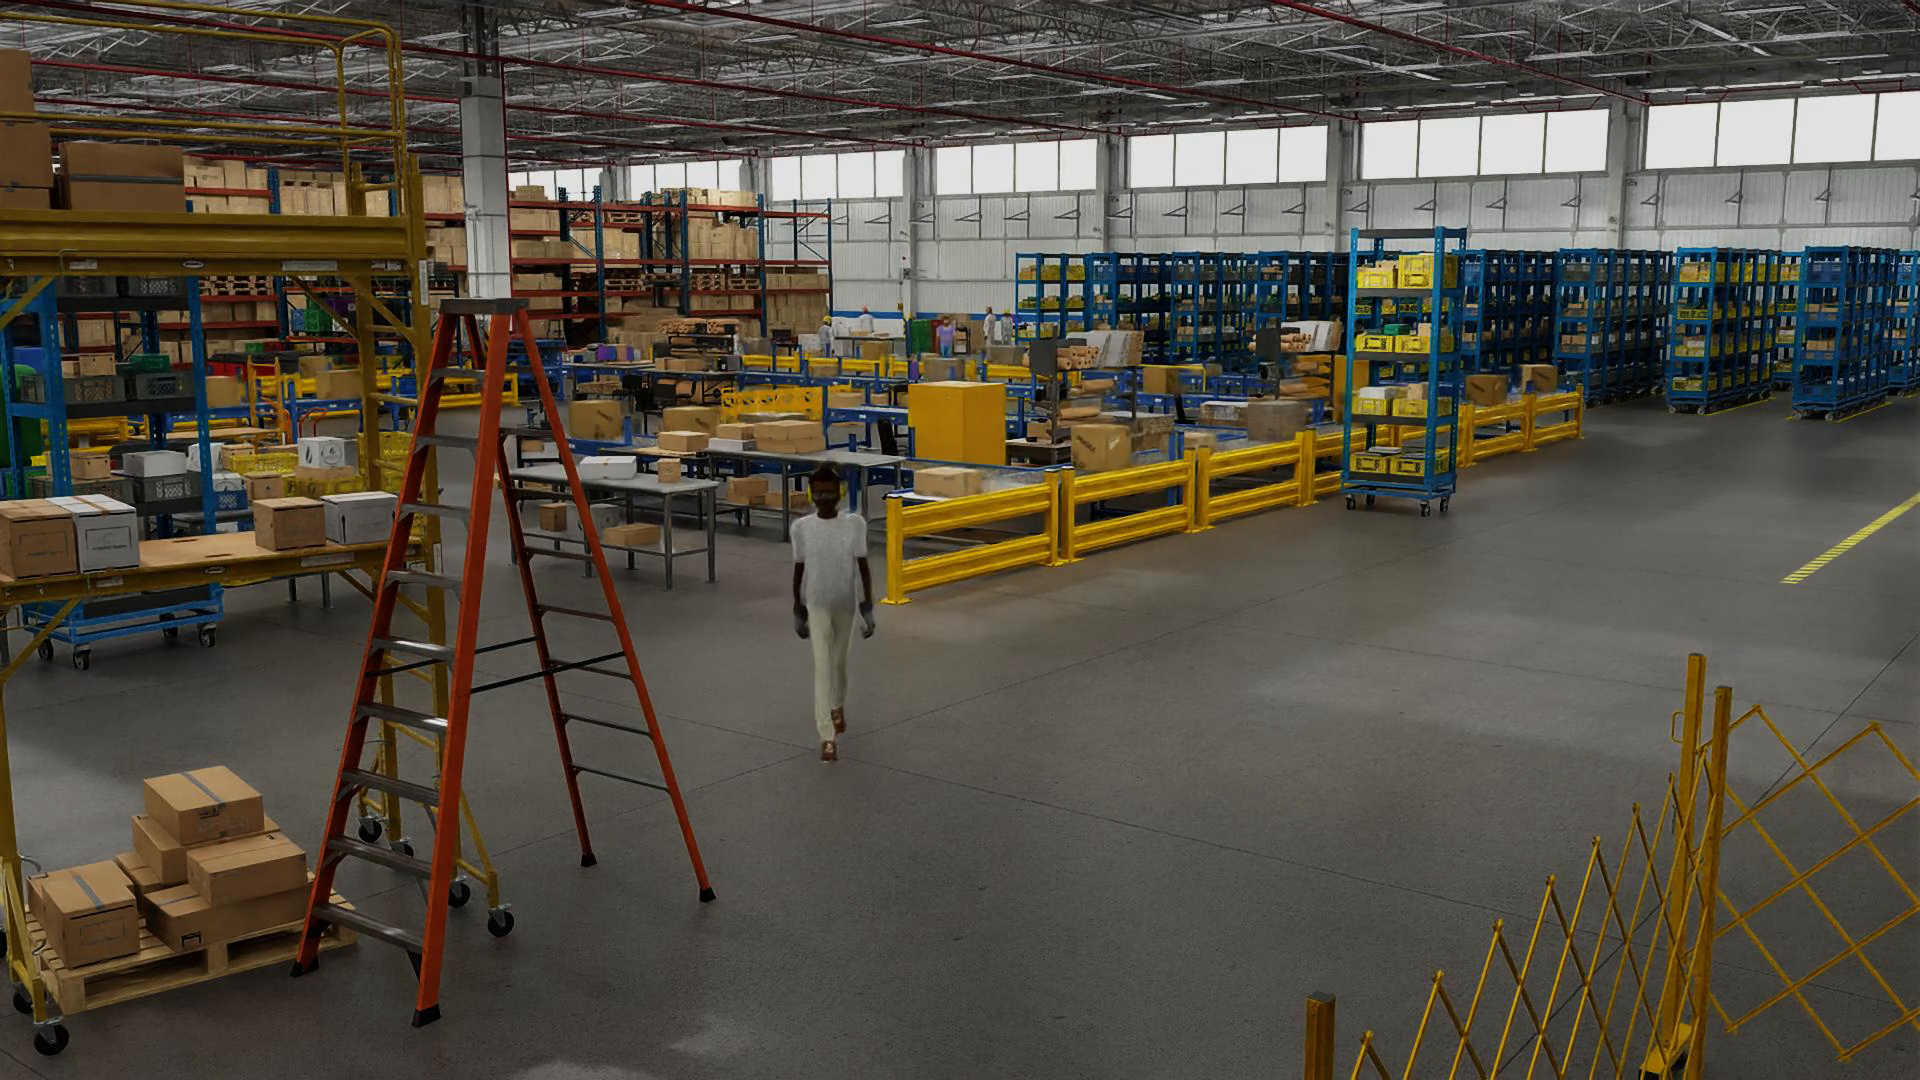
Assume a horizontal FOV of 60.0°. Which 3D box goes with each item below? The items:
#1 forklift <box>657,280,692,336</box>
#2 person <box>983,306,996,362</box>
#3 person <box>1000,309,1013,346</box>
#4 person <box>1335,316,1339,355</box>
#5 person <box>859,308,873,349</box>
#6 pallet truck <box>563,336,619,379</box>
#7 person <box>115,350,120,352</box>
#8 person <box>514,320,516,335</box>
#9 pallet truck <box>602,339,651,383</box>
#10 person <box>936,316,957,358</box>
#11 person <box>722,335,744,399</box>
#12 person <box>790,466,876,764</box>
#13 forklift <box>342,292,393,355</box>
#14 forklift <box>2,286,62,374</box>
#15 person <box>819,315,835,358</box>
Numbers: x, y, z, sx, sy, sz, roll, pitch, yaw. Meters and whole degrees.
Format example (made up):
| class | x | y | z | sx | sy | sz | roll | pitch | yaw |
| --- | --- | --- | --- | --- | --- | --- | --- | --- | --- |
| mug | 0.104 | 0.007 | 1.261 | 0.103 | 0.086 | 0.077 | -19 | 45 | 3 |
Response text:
| class | x | y | z | sx | sy | sz | roll | pitch | yaw |
| --- | --- | --- | --- | --- | --- | --- | --- | --- | --- |
| forklift | -9.806 | -7.454 | 56.554 | 1.129 | 2.768 | 1.873 | 1 | 9 | 4 |
| person | 1.003 | -7.076 | 57.230 | 0.411 | 1.908 | 0.643 | 4 | 10 | 22 |
| person | 1.736 | -7.721 | 61.795 | 0.485 | 1.734 | 0.350 | -2 | 9 | -14 |
| person | 11.113 | -5.651 | 48.647 | 0.619 | 1.804 | 0.672 | -4 | 10 | -26 |
| person | -3.685 | -8.263 | 65.273 | 0.579 | 1.700 | 0.912 | -2 | 9 | -10 |
| pallet truck | -10.690 | -5.294 | 48.215 | 1.601 | 1.201 | 0.680 | -5 | 10 | -26 |
| person | -32.102 | -8.180 | 63.799 | 0.617 | 2.020 | 0.874 | 5 | 11 | 30 |
| person | -16.120 | -7.464 | 59.650 | 0.401 | 1.906 | 0.650 | -4 | 10 | -24 |
| pallet truck | -8.991 | -4.871 | 45.351 | 0.653 | 1.274 | 1.630 | 7 | 11 | 37 |
| person | -0.373 | -5.564 | 48.120 | 0.574 | 1.800 | 0.951 | -2 | 9 | -13 |
| person | -5.642 | -4.380 | 40.450 | 1.046 | 1.879 | 0.615 | 7 | 11 | 37 |
| person | -0.822 | 0.423 | 10.654 | 0.514 | 1.835 | 0.938 | -2 | 9 | -12 |
| forklift | -16.485 | -5.622 | 45.120 | 1.129 | 2.768 | 1.873 | 7 | 11 | 37 |
| forklift | -24.874 | -5.485 | 44.263 | 1.873 | 2.768 | 1.129 | 7 | 11 | 37 |
| person | -3.809 | -5.548 | 47.919 | 0.403 | 1.830 | 0.600 | -9 | 12 | -43 |
